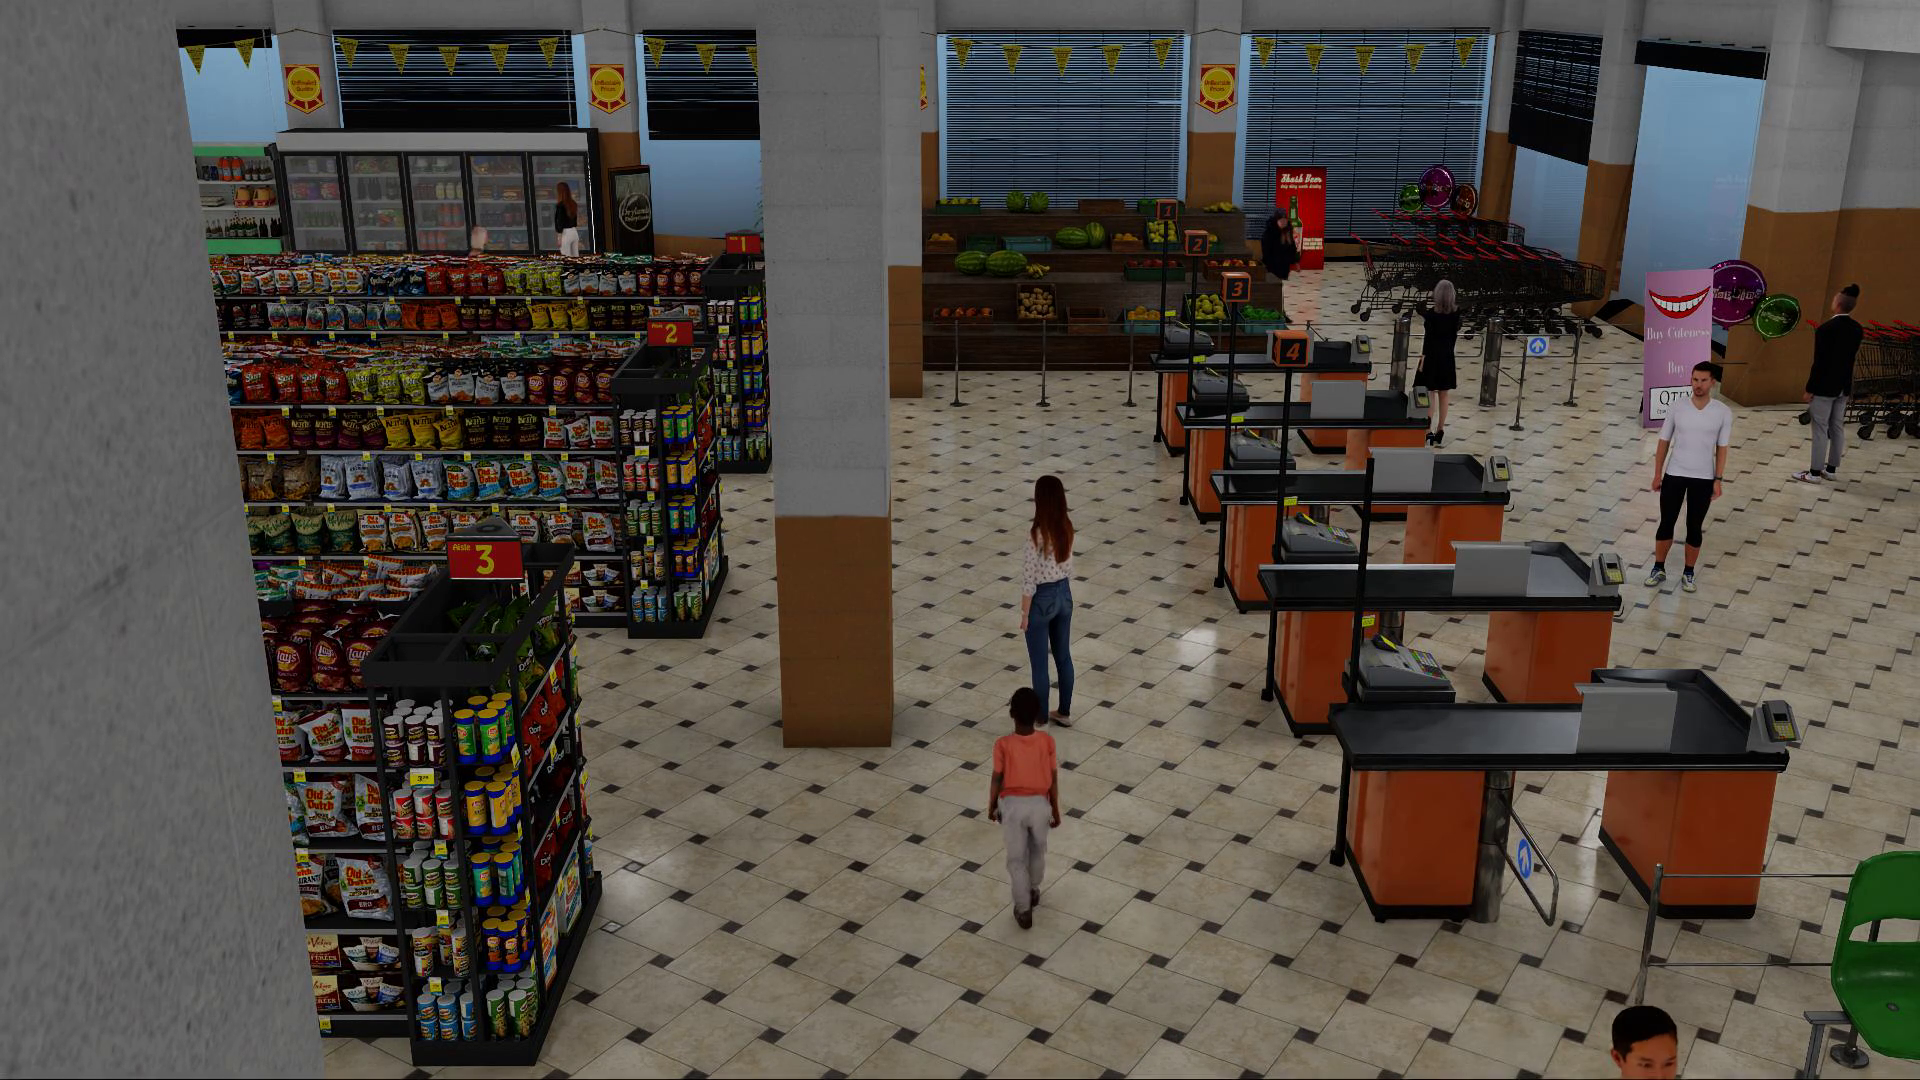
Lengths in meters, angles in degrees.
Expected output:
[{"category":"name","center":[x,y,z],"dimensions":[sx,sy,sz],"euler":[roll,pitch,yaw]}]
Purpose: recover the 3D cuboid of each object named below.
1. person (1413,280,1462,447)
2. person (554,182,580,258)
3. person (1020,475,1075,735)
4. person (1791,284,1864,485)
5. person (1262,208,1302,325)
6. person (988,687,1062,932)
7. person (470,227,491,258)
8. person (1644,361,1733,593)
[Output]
[{"category":"person","center":[5.010,-1.867,17.447],"dimensions":[0.627,1.747,0.739],"euler":[-8,20,-22]},{"category":"person","center":[-6.131,-4.747,26.066],"dimensions":[0.665,1.697,0.661],"euler":[9,21,25]},{"category":"person","center":[0.582,0.411,10.720],"dimensions":[0.621,1.728,0.701],"euler":[-14,23,-36]},{"category":"person","center":[8.442,-1.515,16.088],"dimensions":[0.681,1.948,0.841],"euler":[-7,20,-20]},{"category":"person","center":[4.420,-3.871,23.551],"dimensions":[0.987,1.645,1.026],"euler":[-16,25,-40]},{"category":"person","center":[0.345,1.394,8.477],"dimensions":[0.602,1.298,0.611],"euler":[-2,19,-7]},{"category":"person","center":[-6.180,-3.137,21.286],"dimensions":[1.027,1.702,0.875],"euler":[-10,21,-28]},{"category":"person","center":[5.829,-0.521,13.294],"dimensions":[0.669,1.851,0.814],"euler":[9,21,25]}]
